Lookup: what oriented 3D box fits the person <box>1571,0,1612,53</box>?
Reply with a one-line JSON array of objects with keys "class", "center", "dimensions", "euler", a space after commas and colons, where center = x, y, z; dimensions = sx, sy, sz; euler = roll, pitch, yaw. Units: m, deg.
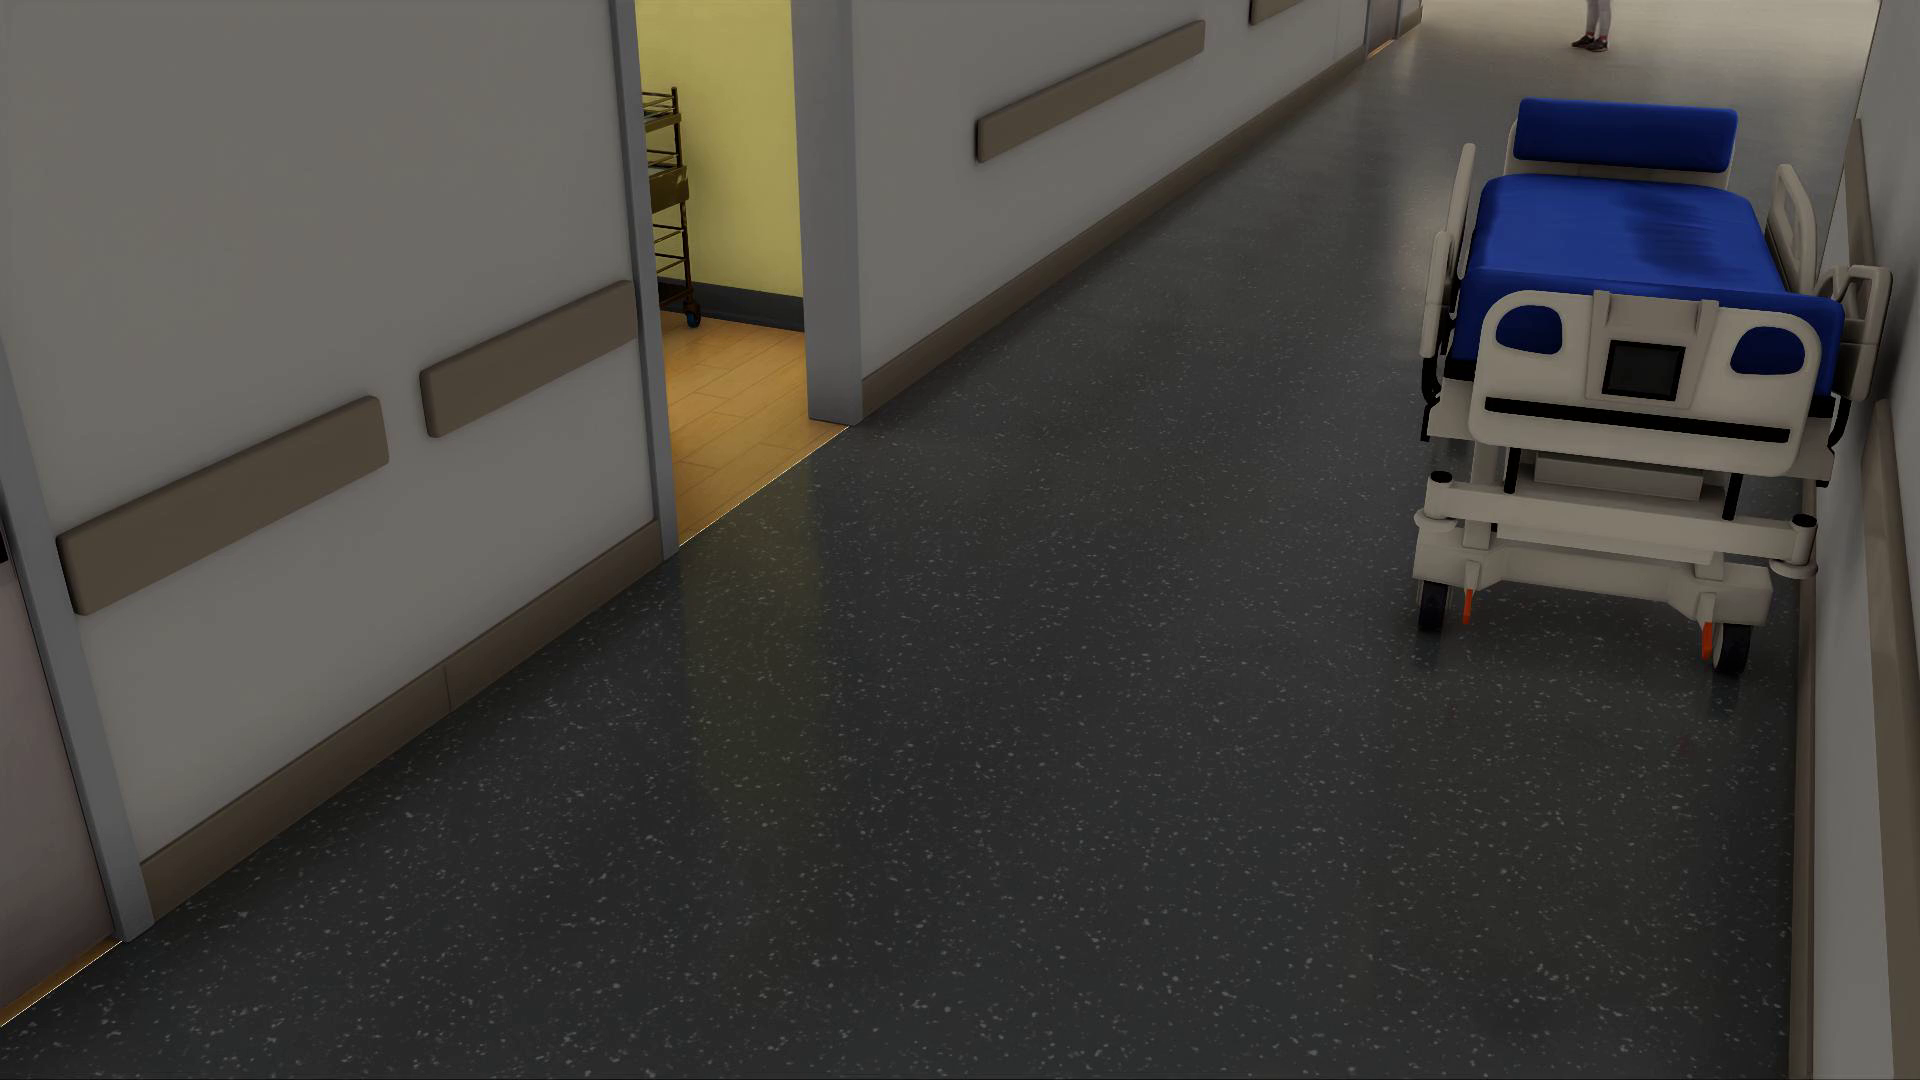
[{"class": "person", "center": [5.598, -5.031, 14.441], "dimensions": [0.729, 1.500, 0.675], "euler": [-7, 27, -14]}]
